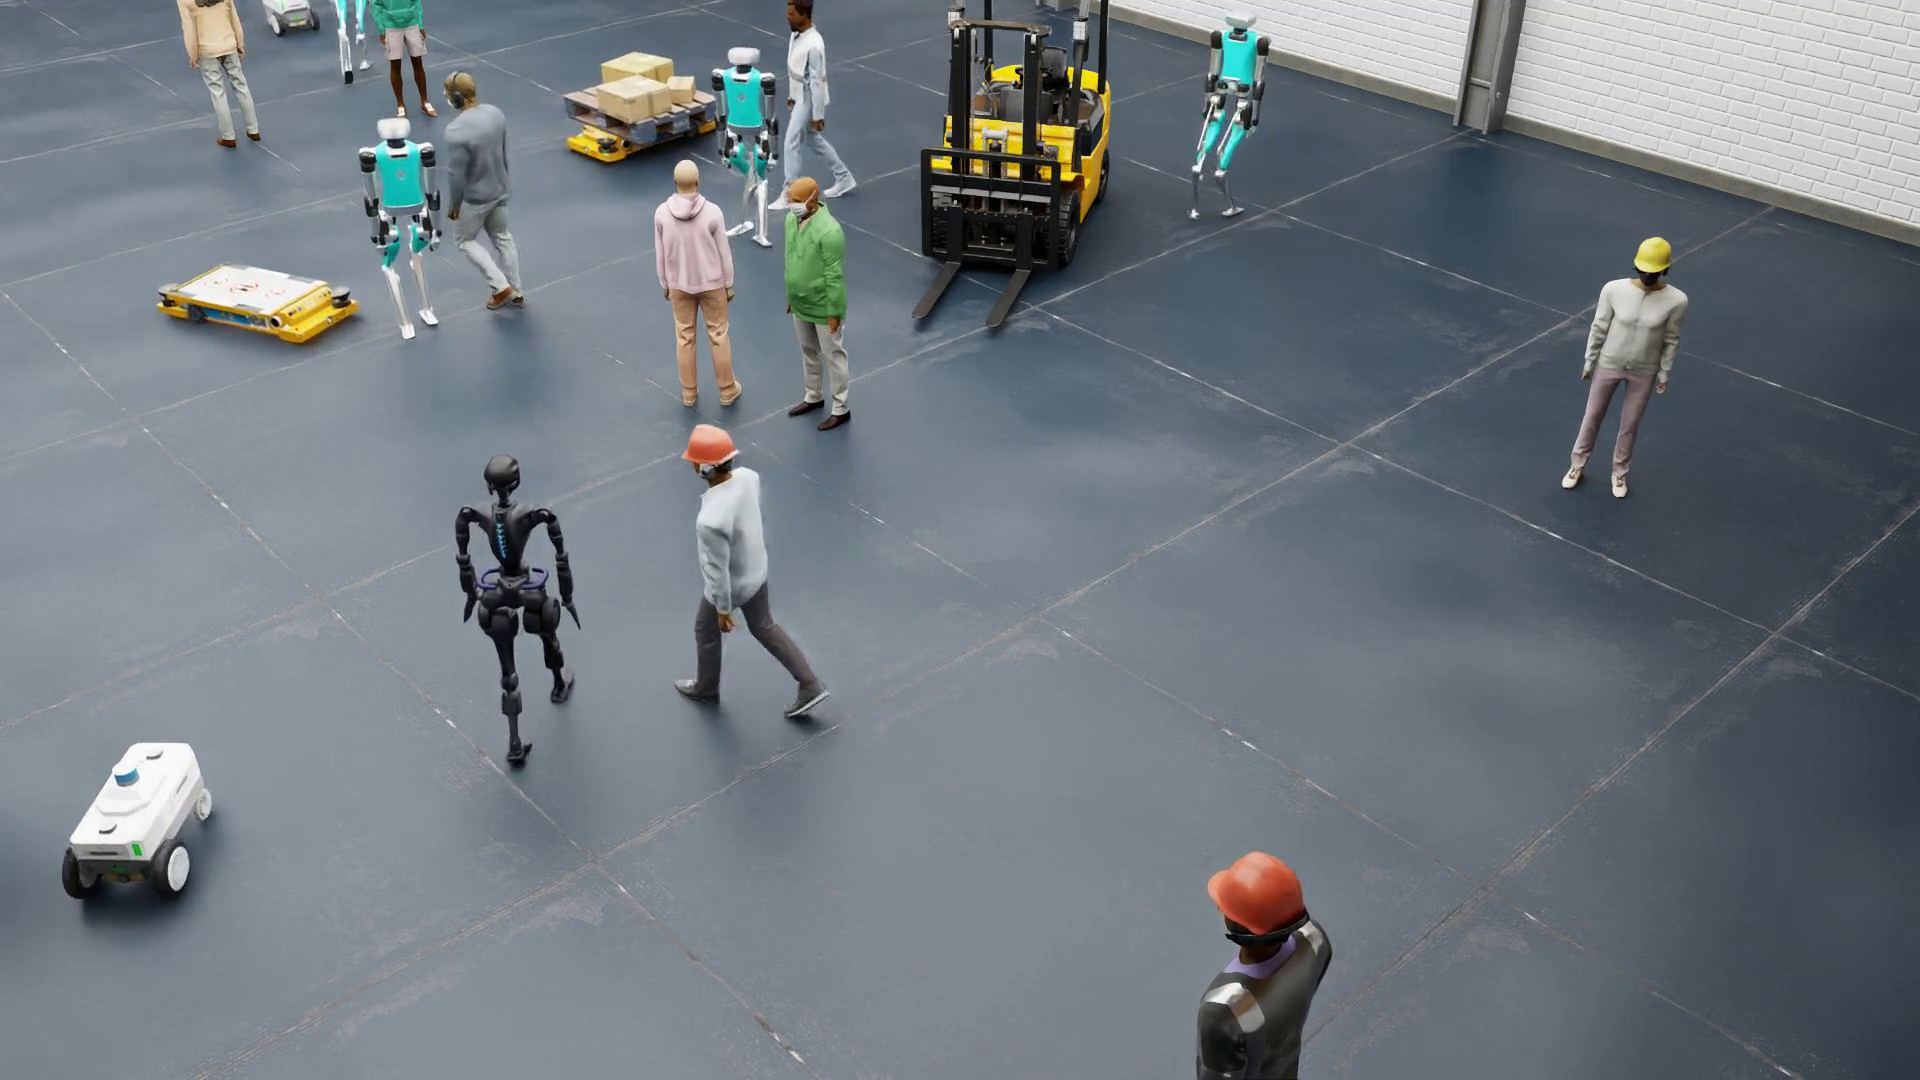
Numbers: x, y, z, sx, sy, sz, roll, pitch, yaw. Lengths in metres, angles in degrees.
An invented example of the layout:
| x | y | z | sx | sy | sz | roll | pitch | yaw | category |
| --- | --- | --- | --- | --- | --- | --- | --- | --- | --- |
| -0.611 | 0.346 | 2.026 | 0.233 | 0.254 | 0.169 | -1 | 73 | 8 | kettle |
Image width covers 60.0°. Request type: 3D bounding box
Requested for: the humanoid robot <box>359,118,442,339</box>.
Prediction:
| x | y | z | sx | sy | sz | roll | pitch | yaw | category |
| --- | --- | --- | --- | --- | --- | --- | --- | --- | --- |
| -4.168 | -2.385 | 12.479 | 0.562 | 1.743 | 0.848 | -13 | 35 | -19 | humanoid robot |

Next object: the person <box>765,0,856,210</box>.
| x | y | z | sx | sy | sz | roll | pitch | yaw | category |
| --- | --- | --- | --- | --- | --- | --- | --- | --- | --- |
| -1.339 | -3.860 | 14.660 | 0.890 | 1.903 | 0.599 | -8 | 34 | -12 | person |

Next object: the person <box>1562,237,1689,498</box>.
| x | y | z | sx | sy | sz | roll | pitch | yaw | category |
| --- | --- | --- | --- | --- | --- | --- | --- | --- | --- |
| 4.195 | -1.076 | 10.453 | 0.528 | 1.767 | 0.327 | 12 | 35 | 18 | person |

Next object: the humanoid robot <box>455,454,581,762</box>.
| x | y | z | sx | sy | sz | roll | pitch | yaw | category |
| --- | --- | --- | --- | --- | --- | --- | --- | --- | --- |
| -2.260 | 0.304 | 8.474 | 0.609 | 1.639 | 0.771 | -1 | 33 | -2 | humanoid robot |

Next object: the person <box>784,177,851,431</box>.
| x | y | z | sx | sy | sz | roll | pitch | yaw | category |
| --- | --- | --- | --- | --- | --- | --- | --- | --- | --- |
| -0.981 | -1.606 | 11.260 | 0.545 | 1.779 | 0.384 | 27 | 42 | 35 | person |

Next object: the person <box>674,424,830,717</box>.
| x | y | z | sx | sy | sz | roll | pitch | yaw | category |
| --- | --- | --- | --- | --- | --- | --- | --- | --- | --- |
| -1.115 | 0.183 | 8.574 | 0.837 | 1.709 | 0.584 | 14 | 36 | 20 | person |

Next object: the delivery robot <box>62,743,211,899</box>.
| x | y | z | sx | sy | sz | roll | pitch | yaw | category |
| --- | --- | --- | --- | --- | --- | --- | --- | --- | --- |
| -3.891 | 1.320 | 7.882 | 0.499 | 0.595 | 0.781 | 0 | 33 | 0 | delivery robot |

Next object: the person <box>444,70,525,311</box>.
| x | y | z | sx | sy | sz | roll | pitch | yaw | category |
| --- | --- | --- | --- | --- | --- | --- | --- | --- | --- |
| -3.672 | -2.634 | 12.706 | 0.455 | 1.920 | 0.629 | 15 | 36 | 21 | person |

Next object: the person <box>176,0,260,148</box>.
| x | y | z | sx | sy | sz | roll | pitch | yaw | category |
| --- | --- | --- | --- | --- | --- | --- | --- | --- | --- |
| -7.121 | -4.709 | 15.939 | 0.391 | 1.875 | 0.565 | 27 | 42 | 35 | person |

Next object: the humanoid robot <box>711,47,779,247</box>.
| x | y | z | sx | sy | sz | roll | pitch | yaw | category |
| --- | --- | --- | --- | --- | --- | --- | --- | --- | --- |
| -1.737 | -3.330 | 13.938 | 0.603 | 1.769 | 0.868 | 4 | 33 | 6 | humanoid robot |

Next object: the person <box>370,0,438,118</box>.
| x | y | z | sx | sy | sz | roll | pitch | yaw | category |
| --- | --- | --- | --- | --- | --- | --- | --- | --- | --- |
| -5.602 | -5.149 | 16.636 | 0.495 | 1.854 | 0.396 | -17 | 37 | -24 | person |

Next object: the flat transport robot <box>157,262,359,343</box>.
| x | y | z | sx | sy | sz | roll | pitch | yaw | category |
| --- | --- | --- | --- | --- | --- | --- | --- | --- | --- |
| -5.521 | -1.871 | 13.048 | 1.431 | 0.231 | 0.659 | 13 | 35 | 19 | flat transport robot |

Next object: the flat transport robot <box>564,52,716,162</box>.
| x | y | z | sx | sy | sz | roll | pitch | yaw | category |
| --- | --- | --- | --- | --- | --- | --- | --- | --- | --- |
| -3.113 | -4.066 | 16.422 | 0.659 | 0.231 | 1.431 | 27 | 42 | 35 | flat transport robot |

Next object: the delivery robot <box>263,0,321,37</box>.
| x | y | z | sx | sy | sz | roll | pitch | yaw | category |
| --- | --- | --- | --- | --- | --- | --- | --- | --- | --- |
| -7.896 | -6.250 | 19.533 | 0.499 | 0.613 | 0.790 | -23 | 40 | -31 | delivery robot |

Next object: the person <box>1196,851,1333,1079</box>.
| x | y | z | sx | sy | sz | roll | pitch | yaw | category |
| --- | --- | --- | --- | --- | --- | --- | --- | --- | --- |
| 0.950 | 1.858 | 5.693 | 0.376 | 2.045 | 0.605 | 27 | 42 | 35 | person |

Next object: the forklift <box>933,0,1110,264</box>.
| x | y | z | sx | sy | sz | roll | pitch | yaw | category |
| --- | --- | --- | --- | --- | --- | --- | --- | --- | --- |
| 0.570 | -3.725 | 14.138 | 1.214 | 2.155 | 2.313 | 9 | 34 | 13 | forklift |

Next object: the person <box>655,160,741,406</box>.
| x | y | z | sx | sy | sz | roll | pitch | yaw | category |
| --- | --- | --- | --- | --- | --- | --- | --- | --- | --- |
| -1.815 | -1.744 | 11.464 | 0.524 | 1.784 | 0.403 | 1 | 33 | 1 | person |

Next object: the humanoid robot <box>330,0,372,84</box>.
| x | y | z | sx | sy | sz | roll | pitch | yaw | category |
| --- | --- | --- | --- | --- | --- | --- | --- | --- | --- |
| -6.567 | -5.801 | 17.777 | 0.537 | 1.809 | 0.923 | -4 | 33 | -6 | humanoid robot |

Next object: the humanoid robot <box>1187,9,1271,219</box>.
| x | y | z | sx | sy | sz | roll | pitch | yaw | category |
| --- | --- | --- | --- | --- | --- | --- | --- | --- | --- |
| 2.266 | -3.593 | 14.369 | 0.531 | 1.795 | 0.789 | 17 | 37 | 24 | humanoid robot |
